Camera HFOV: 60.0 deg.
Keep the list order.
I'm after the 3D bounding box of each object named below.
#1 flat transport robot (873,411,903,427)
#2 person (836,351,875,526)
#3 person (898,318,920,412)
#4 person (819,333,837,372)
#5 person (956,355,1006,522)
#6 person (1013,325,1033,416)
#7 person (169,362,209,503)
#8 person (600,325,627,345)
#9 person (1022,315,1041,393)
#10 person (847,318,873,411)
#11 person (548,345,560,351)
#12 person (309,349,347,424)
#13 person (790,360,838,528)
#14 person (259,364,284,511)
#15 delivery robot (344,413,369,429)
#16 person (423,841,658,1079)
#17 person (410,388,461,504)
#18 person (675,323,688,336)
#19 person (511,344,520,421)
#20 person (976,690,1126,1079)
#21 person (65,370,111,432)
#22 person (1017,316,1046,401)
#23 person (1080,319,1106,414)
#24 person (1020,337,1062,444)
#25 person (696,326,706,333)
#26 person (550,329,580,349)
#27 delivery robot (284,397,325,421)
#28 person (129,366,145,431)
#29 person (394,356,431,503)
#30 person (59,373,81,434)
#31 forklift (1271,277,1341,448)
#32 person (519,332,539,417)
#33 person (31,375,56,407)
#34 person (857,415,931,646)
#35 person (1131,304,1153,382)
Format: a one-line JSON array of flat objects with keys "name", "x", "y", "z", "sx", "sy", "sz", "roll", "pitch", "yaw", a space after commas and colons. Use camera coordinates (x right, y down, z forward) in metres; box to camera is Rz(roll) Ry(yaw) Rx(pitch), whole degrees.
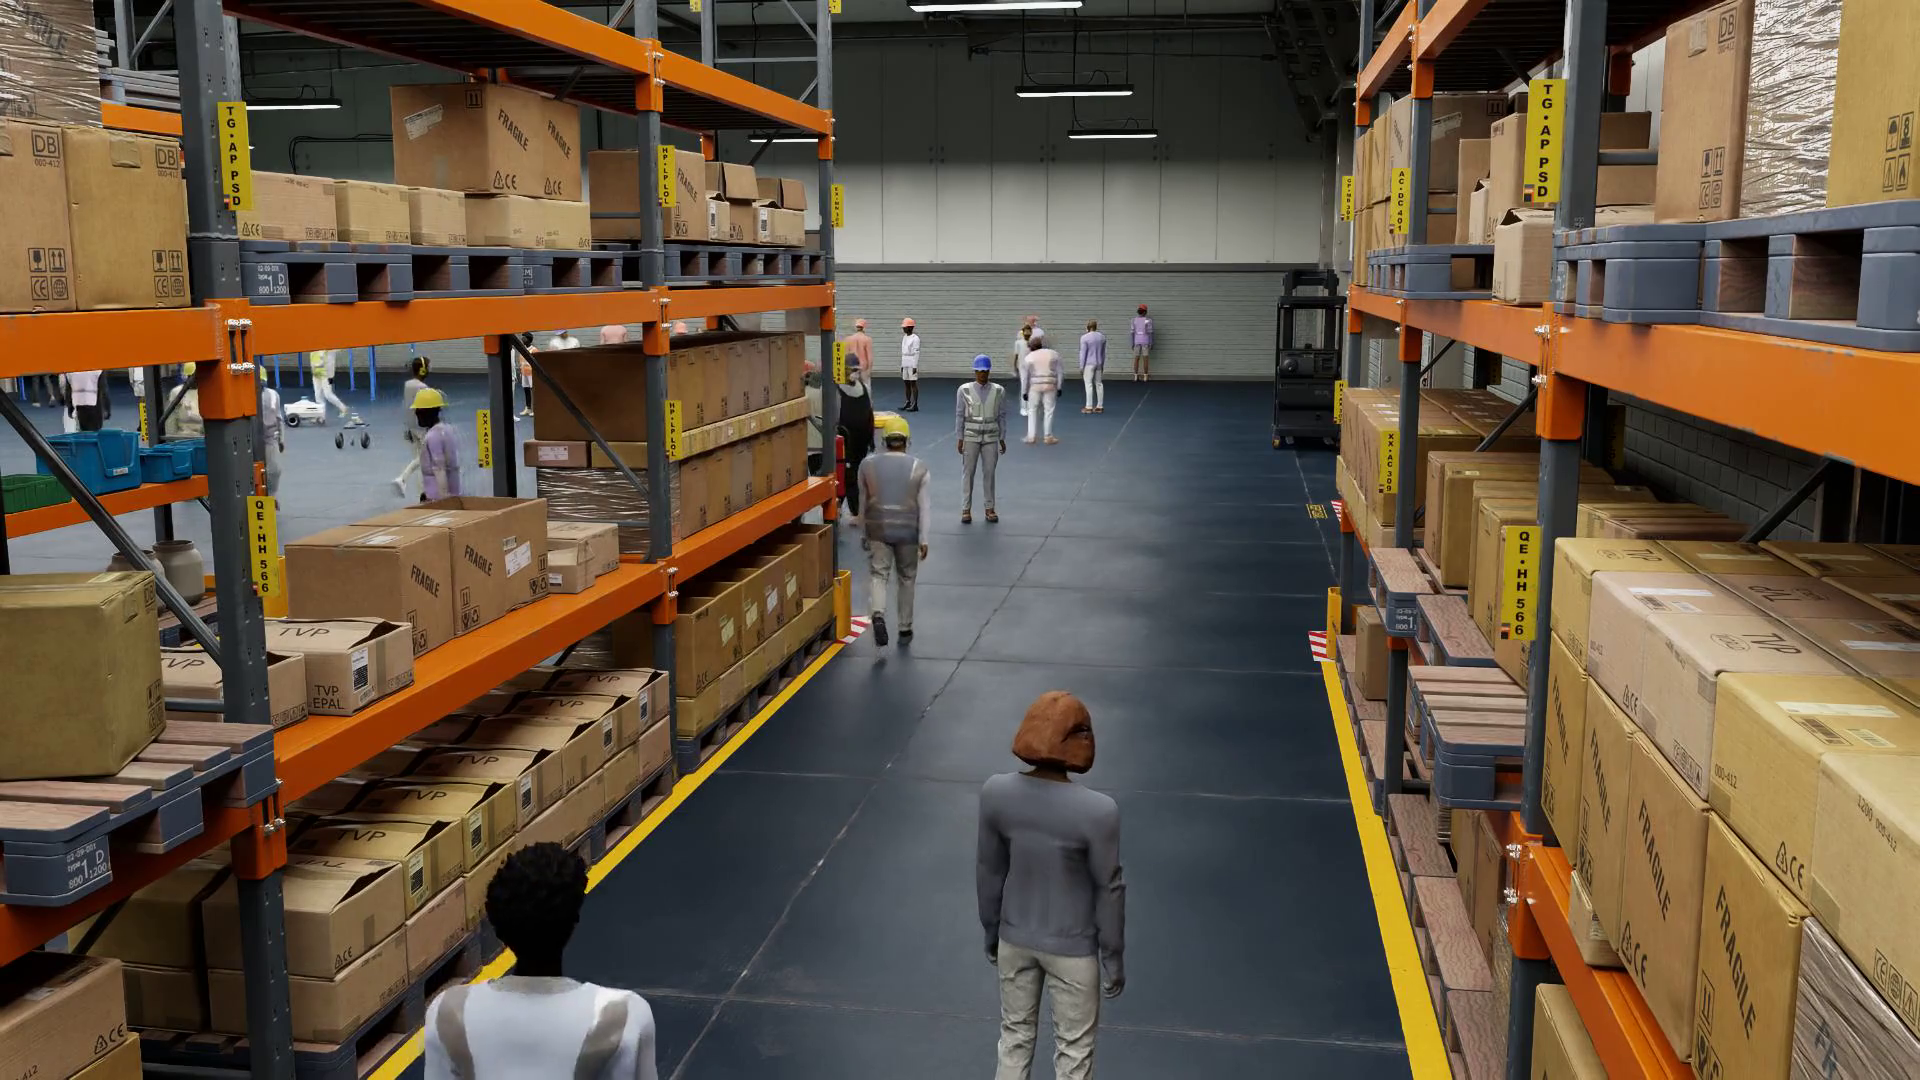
[{"name": "flat transport robot", "x": -1.518, "y": -2.307, "z": 31.618, "sx": 0.652, "sy": 0.197, "sz": 1.431, "roll": -2, "pitch": 9, "yaw": -13}, {"name": "person", "x": -1.322, "y": -1.216, "z": 19.448, "sx": 0.692, "sy": 2.000, "sz": 0.978, "roll": -8, "pitch": 12, "yaw": -40}, {"name": "person", "x": -1.065, "y": -3.660, "z": 34.706, "sx": 0.356, "sy": 1.938, "sz": 0.543, "roll": -6, "pitch": 11, "yaw": -35}, {"name": "person", "x": -3.214, "y": -4.527, "z": 40.620, "sx": 0.526, "sy": 1.754, "sz": 0.361, "roll": 8, "pitch": 12, "yaw": 40}, {"name": "person", "x": 0.247, "y": -1.192, "z": 19.452, "sx": 0.602, "sy": 1.949, "sz": 0.396, "roll": -2, "pitch": 9, "yaw": -11}, {"name": "person", "x": 1.385, "y": -3.398, "z": 33.449, "sx": 0.492, "sy": 1.828, "sz": 0.841, "roll": -3, "pitch": 10, "yaw": -20}, {"name": "person", "x": -9.617, "y": -1.358, "z": 20.990, "sx": 0.925, "sy": 1.783, "sz": 0.613, "roll": 5, "pitch": 11, "yaw": 29}, {"name": "person", "x": -8.180, "y": -4.396, "z": 39.352, "sx": 0.643, "sy": 1.905, "sz": 0.399, "roll": -2, "pitch": 10, "yaw": -14}, {"name": "person", "x": 1.851, "y": -4.323, "z": 38.965, "sx": 0.863, "sy": 1.872, "sz": 0.680, "roll": -2, "pitch": 9, "yaw": -14}, {"name": "person", "x": -2.079, "y": -3.565, "z": 34.080, "sx": 0.609, "sy": 1.963, "sz": 0.964, "roll": 4, "pitch": 10, "yaw": 21}, {"name": "person", "x": -7.032, "y": -2.553, "z": 28.831, "sx": 0.520, "sy": 1.623, "sz": 0.581, "roll": -2, "pitch": 10, "yaw": -14}, {"name": "person", "x": -12.161, "y": -3.149, "z": 31.892, "sx": 0.637, "sy": 1.830, "sz": 0.569, "roll": 6, "pitch": 11, "yaw": 33}, {"name": "person", "x": -1.652, "y": -1.003, "z": 18.246, "sx": 0.625, "sy": 1.967, "sz": 0.849, "roll": -5, "pitch": 10, "yaw": -27}, {"name": "person", "x": -8.388, "y": -1.197, "z": 19.904, "sx": 0.613, "sy": 1.814, "sz": 0.427, "roll": -7, "pitch": 12, "yaw": -38}, {"name": "delivery robot", "x": -10.095, "y": -1.997, "z": 27.750, "sx": 0.335, "sy": 0.223, "sz": 0.698, "roll": -1, "pitch": 9, "yaw": -4}, {"name": "person", "x": -0.907, "y": 1.497, "z": 3.663, "sx": 0.533, "sy": 1.687, "sz": 0.397, "roll": 1, "pitch": 9, "yaw": 7}, {"name": "person", "x": -4.714, "y": -0.446, "z": 15.103, "sx": 1.011, "sy": 1.875, "sz": 0.597, "roll": -1, "pitch": 9, "yaw": -4}, {"name": "person", "x": -5.250, "y": -3.131, "z": 31.418, "sx": 0.636, "sy": 1.960, "sz": 0.973, "roll": -2, "pitch": 9, "yaw": -10}, {"name": "person", "x": -8.774, "y": -3.173, "z": 32.302, "sx": 0.297, "sy": 1.744, "sz": 0.487, "roll": 4, "pitch": 10, "yaw": 21}, {"name": "person", "x": 0.288, "y": 1.274, "z": 5.215, "sx": 0.507, "sy": 1.631, "sz": 0.275, "roll": 6, "pitch": 11, "yaw": 32}, {"name": "person", "x": -12.696, "y": -1.951, "z": 24.252, "sx": 0.621, "sy": 1.905, "sz": 0.445, "roll": 0, "pitch": 9, "yaw": -2}, {"name": "person", "x": 1.595, "y": -4.063, "z": 37.311, "sx": 0.639, "sy": 1.902, "sz": 0.407, "roll": -1, "pitch": 9, "yaw": -4}, {"name": "person", "x": 2.738, "y": -3.586, "z": 34.295, "sx": 0.628, "sy": 1.929, "sz": 0.385, "roll": -7, "pitch": 11, "yaw": -36}, {"name": "person", "x": 1.370, "y": -2.526, "z": 28.151, "sx": 0.704, "sy": 1.808, "sz": 0.431, "roll": 0, "pitch": 9, "yaw": 0}, {"name": "person", "x": -6.071, "y": -4.192, "z": 38.958, "sx": 0.548, "sy": 1.608, "sz": 0.729, "roll": 3, "pitch": 10, "yaw": 16}, {"name": "person", "x": -7.891, "y": -3.406, "z": 33.345, "sx": 0.633, "sy": 1.877, "sz": 1.020, "roll": -4, "pitch": 10, "yaw": -22}, {"name": "delivery robot", "x": -12.393, "y": -2.467, "z": 31.445, "sx": 0.707, "sy": 0.478, "sz": 0.477, "roll": -4, "pitch": 10, "yaw": -24}, {"name": "person", "x": -14.929, "y": -2.969, "z": 30.441, "sx": 0.542, "sy": 1.939, "sz": 0.359, "roll": -7, "pitch": 12, "yaw": -38}, {"name": "person", "x": -6.836, "y": -1.380, "z": 20.905, "sx": 0.549, "sy": 1.852, "sz": 0.519, "roll": 8, "pitch": 12, "yaw": 40}, {"name": "person", "x": -14.274, "y": -2.287, "z": 26.608, "sx": 0.771, "sy": 1.812, "sz": 0.647, "roll": -9, "pitch": 13, "yaw": -43}, {"name": "forklift", "x": 5.847, "y": -3.016, "z": 27.970, "sx": 1.129, "sy": 2.768, "sz": 1.873, "roll": 1, "pitch": 9, "yaw": 9}, {"name": "person", "x": -8.664, "y": -3.331, "z": 33.420, "sx": 0.539, "sy": 1.696, "sz": 0.317, "roll": 7, "pitch": 12, "yaw": 37}, {"name": "person", "x": -19.764, "y": -3.761, "z": 35.702, "sx": 0.561, "sy": 1.853, "sz": 0.533, "roll": 8, "pitch": 12, "yaw": 42}, {"name": "person", "x": -0.516, "y": -0.055, "z": 12.890, "sx": 0.589, "sy": 1.803, "sz": 0.734, "roll": 0, "pitch": 9, "yaw": 2}, {"name": "person", "x": 4.816, "y": -5.220, "z": 44.009, "sx": 0.608, "sy": 2.043, "sz": 0.374, "roll": 4, "pitch": 10, "yaw": 23}]
